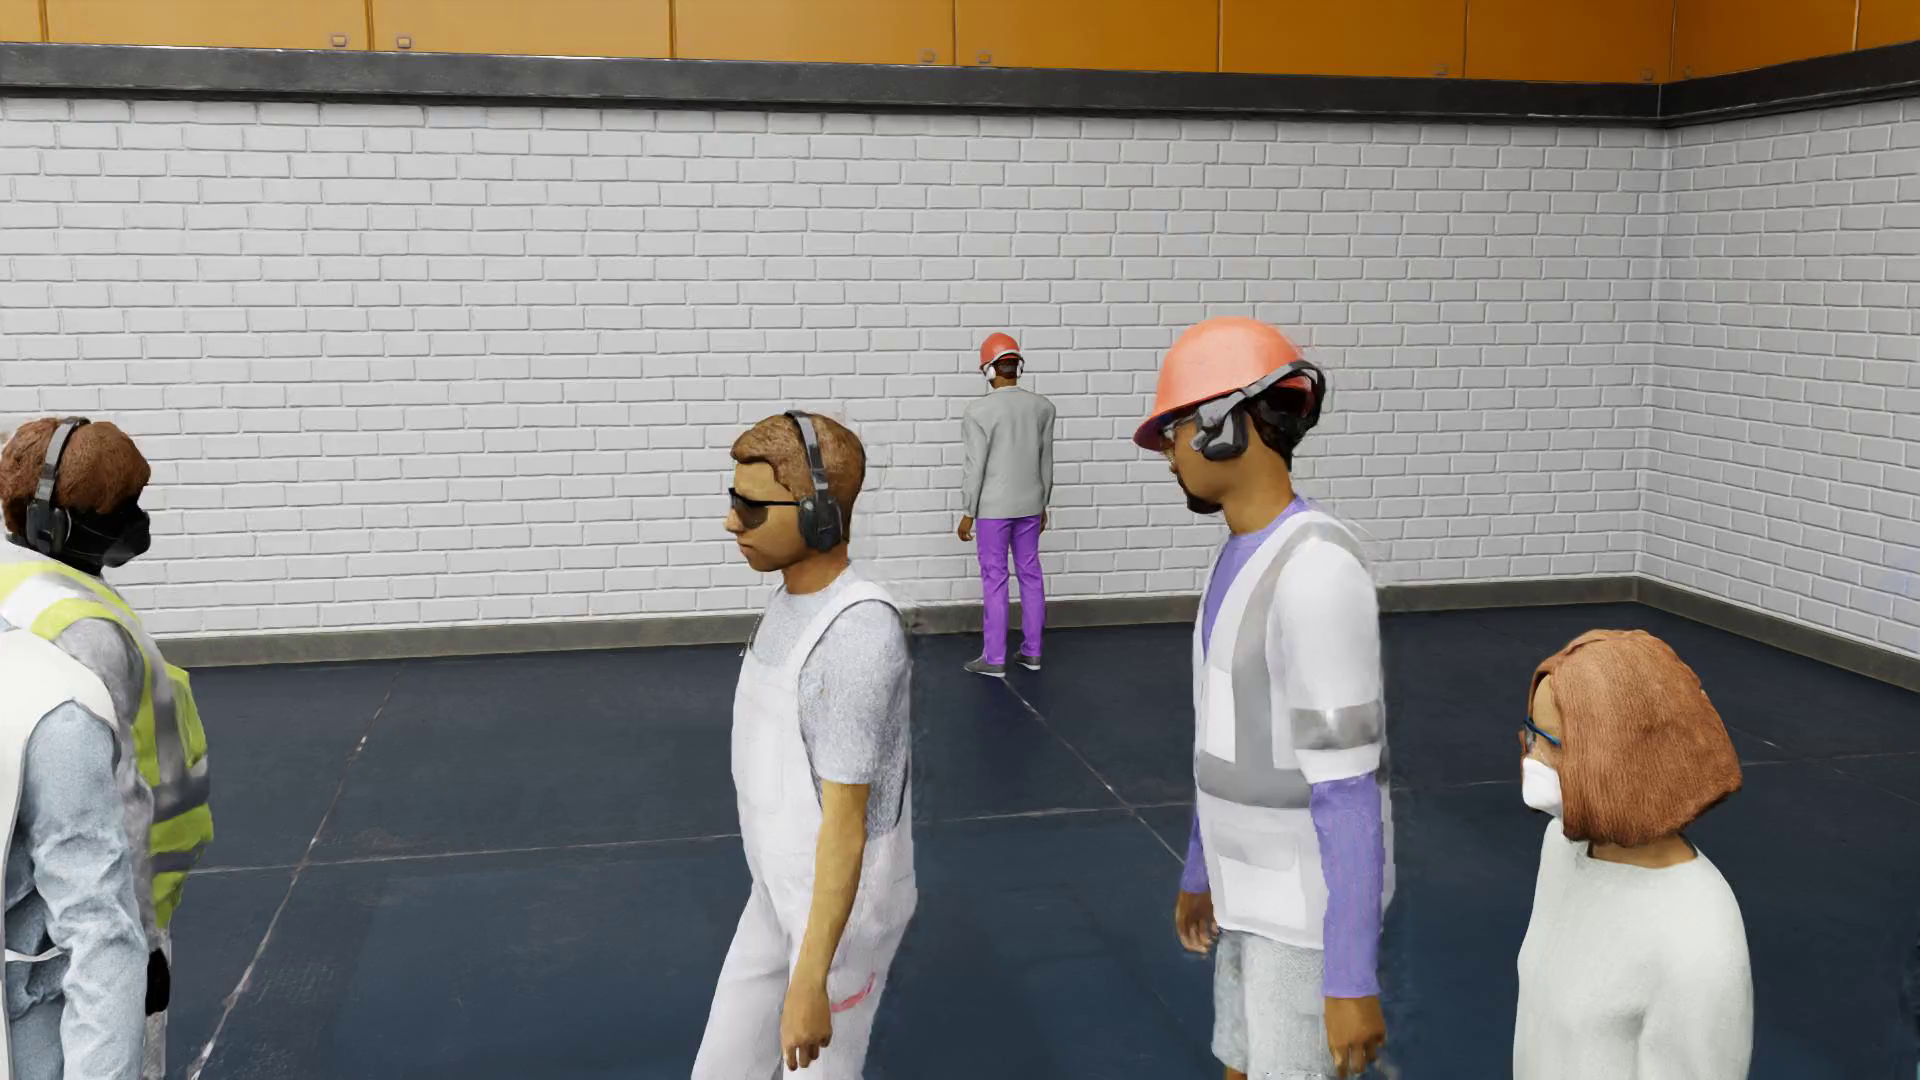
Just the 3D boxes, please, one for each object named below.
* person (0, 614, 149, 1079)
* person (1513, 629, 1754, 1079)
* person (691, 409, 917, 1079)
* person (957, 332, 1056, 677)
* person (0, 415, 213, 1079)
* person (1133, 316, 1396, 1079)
[{"bbox_3d":[-1.336,0.755,2.246,0.597,1.917,0.374,4,10,24],"label":"person"},{"bbox_3d":[0.837,0.916,2.165,0.277,1.627,0.505,0,9,1],"label":"person"},{"bbox_3d":[-0.282,0.682,2.959,0.402,1.830,0.511,-4,10,-25],"label":"person"},{"bbox_3d":[0.221,-0.180,8.477,0.562,1.742,0.338,-6,11,-34],"label":"person"},{"bbox_3d":[-1.663,0.673,3.078,0.540,1.814,0.625,-7,12,-38],"label":"person"},{"bbox_3d":[0.534,0.618,2.869,0.472,1.990,0.694,-1,9,-5],"label":"person"}]
